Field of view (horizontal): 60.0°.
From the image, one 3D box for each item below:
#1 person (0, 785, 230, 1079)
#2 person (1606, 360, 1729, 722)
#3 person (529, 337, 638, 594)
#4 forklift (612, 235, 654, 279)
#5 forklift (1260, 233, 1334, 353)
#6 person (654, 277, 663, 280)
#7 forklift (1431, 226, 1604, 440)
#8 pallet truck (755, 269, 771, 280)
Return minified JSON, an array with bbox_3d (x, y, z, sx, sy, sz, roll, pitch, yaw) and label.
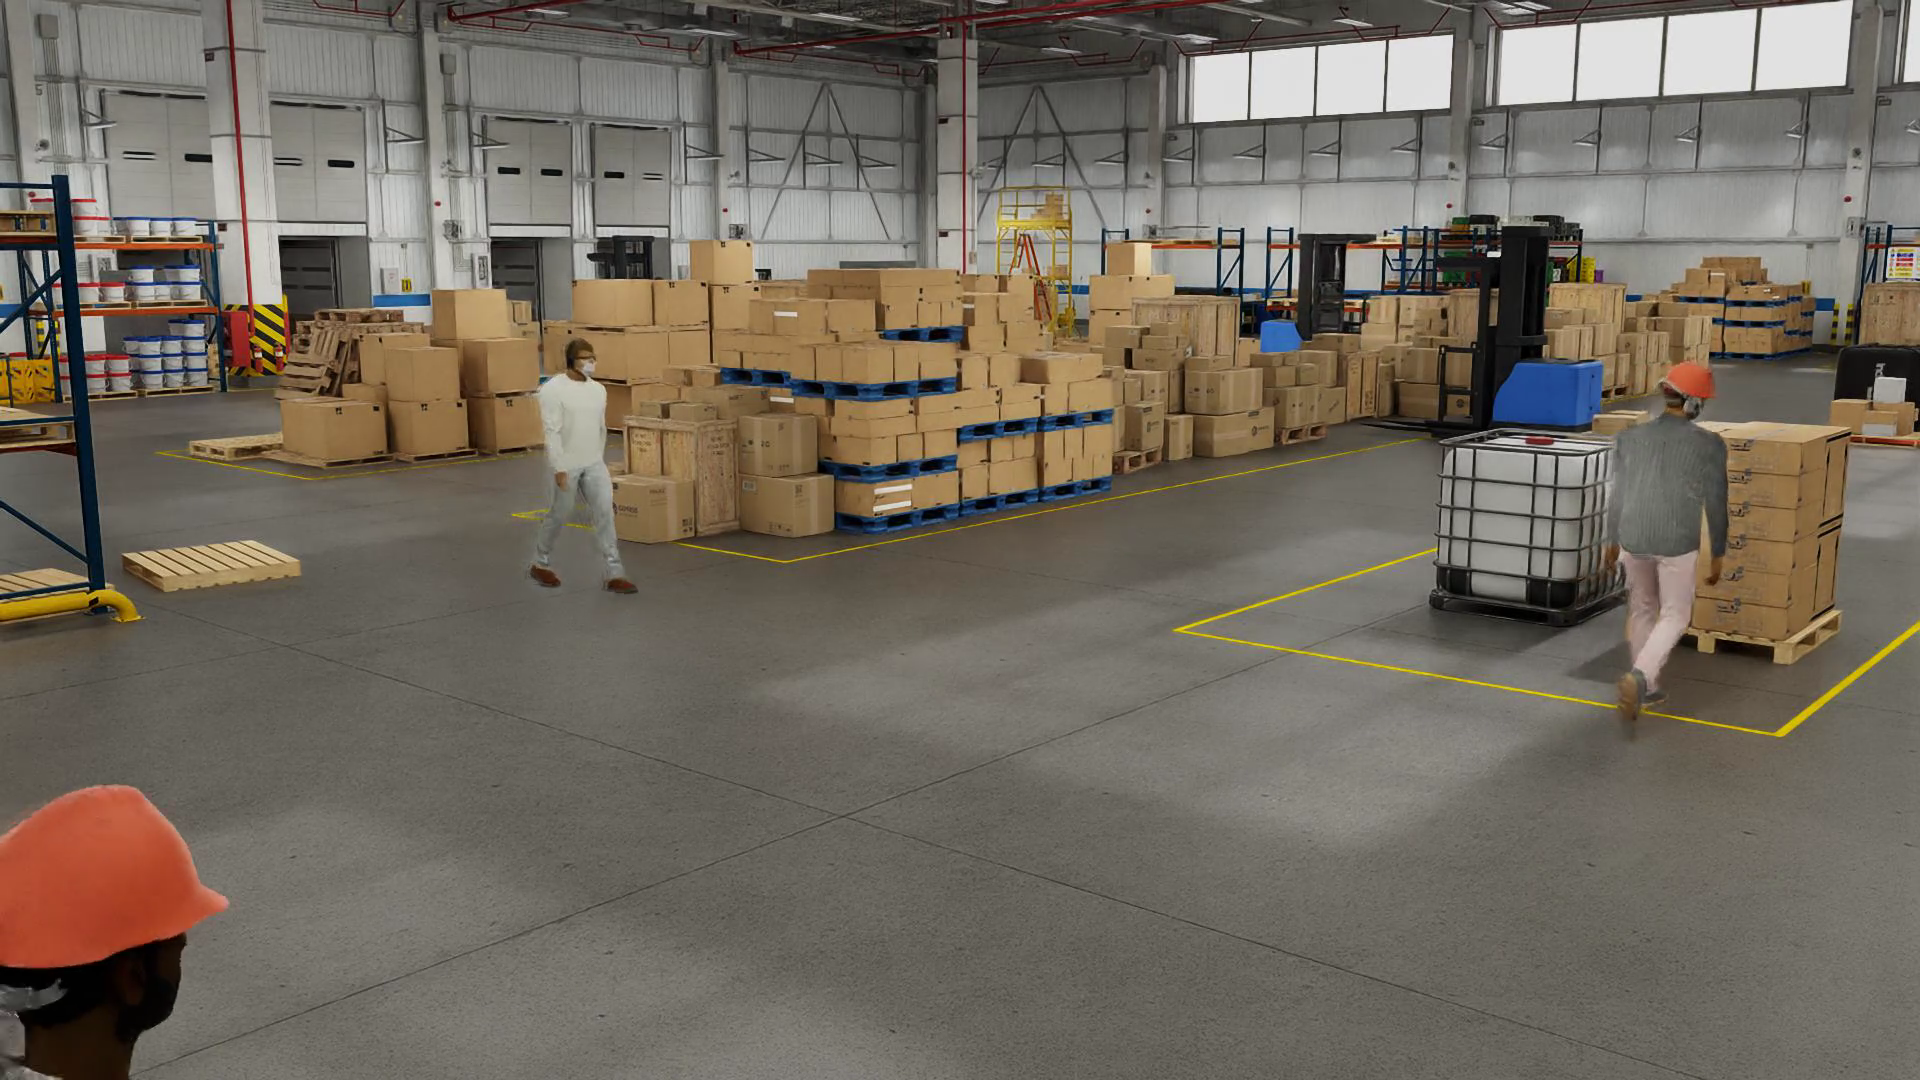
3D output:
[{"bbox_3d":[-1.051,1.242,2.138,0.557,1.904,0.817,6,12,32],"label":"person"},{"bbox_3d":[3.757,0.020,8.916,0.643,1.960,0.810,9,14,42],"label":"person"},{"bbox_3d":[-2.848,-0.554,12.358,0.969,1.903,0.639,8,13,39],"label":"person"},{"bbox_3d":[-7.300,-5.450,37.421,1.873,2.768,1.129,8,13,40],"label":"forklift"},{"bbox_3d":[7.012,-4.664,32.949,1.873,2.768,1.129,8,13,40],"label":"forklift"},{"bbox_3d":[-6.512,-4.725,36.021,0.639,1.927,0.387,-5,11,-26],"label":"person"},{"bbox_3d":[7.339,-2.688,21.696,1.873,2.768,1.129,8,13,40],"label":"forklift"},{"bbox_3d":[-4.996,-6.432,45.525,1.885,1.965,0.823,-6,12,-32],"label":"pallet truck"}]
